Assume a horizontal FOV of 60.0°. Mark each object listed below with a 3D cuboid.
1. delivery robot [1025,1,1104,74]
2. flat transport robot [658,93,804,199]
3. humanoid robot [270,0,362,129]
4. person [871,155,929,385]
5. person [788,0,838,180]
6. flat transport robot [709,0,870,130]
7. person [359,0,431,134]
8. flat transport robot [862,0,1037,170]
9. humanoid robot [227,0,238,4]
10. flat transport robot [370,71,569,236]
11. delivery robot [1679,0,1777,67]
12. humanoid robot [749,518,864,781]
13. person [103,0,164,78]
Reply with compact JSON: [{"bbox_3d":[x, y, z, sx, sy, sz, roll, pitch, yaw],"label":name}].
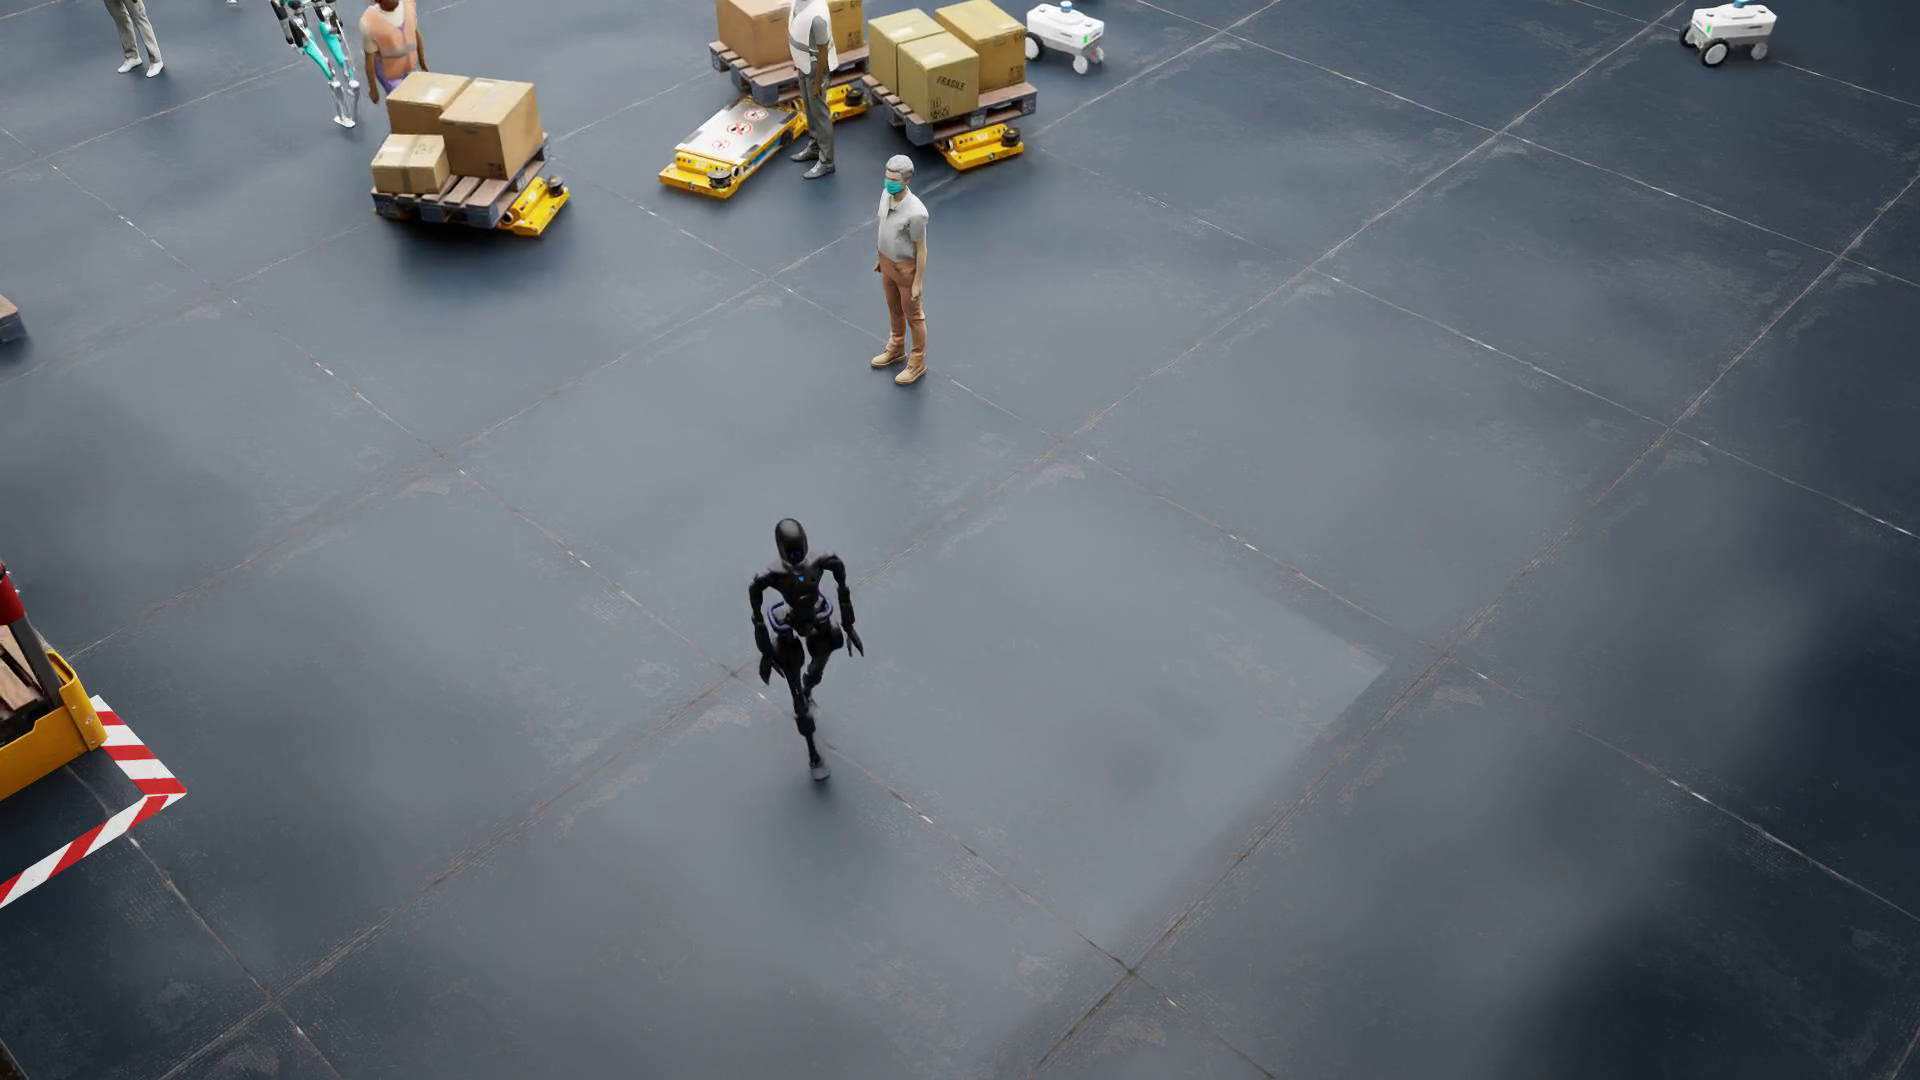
[{"bbox_3d":[0.964,-4.750,15.598,0.794,0.603,0.499,27,48,26],"label":"delivery robot"},{"bbox_3d":[-1.928,-3.403,14.308,0.659,0.231,1.431,18,45,19],"label":"flat transport robot"},{"bbox_3d":[-5.451,-4.270,14.244,0.540,1.843,0.830,-31,50,-30],"label":"humanoid robot"},{"bbox_3d":[-0.415,-1.881,11.509,0.321,1.750,0.475,-28,49,-28],"label":"person"},{"bbox_3d":[-1.209,-3.874,13.653,0.391,1.846,0.563,-15,44,-16],"label":"person"},{"bbox_3d":[-1.493,-4.183,15.176,0.659,0.231,1.431,-24,47,-24],"label":"flat transport robot"},{"bbox_3d":[-4.670,-3.850,13.663,0.676,1.802,0.591,19,45,20],"label":"person"},{"bbox_3d":[-0.087,-3.714,14.654,0.659,0.231,1.431,-21,46,-22],"label":"flat transport robot"},{"bbox_3d":[-7.433,-6.076,16.189,0.543,1.741,1.005,-20,46,-21],"label":"humanoid robot"},{"bbox_3d":[-4.012,-2.813,13.653,1.431,0.231,0.659,8,43,9],"label":"flat transport robot"},{"bbox_3d":[7.251,-4.811,15.654,0.788,0.587,0.499,-6,42,-7],"label":"delivery robot"},{"bbox_3d":[-0.807,0.530,8.916,0.587,1.629,0.771,-16,44,-17],"label":"humanoid robot"},{"bbox_3d":[-7.647,-5.019,15.078,0.510,1.640,0.306,13,43,14],"label":"person"}]
